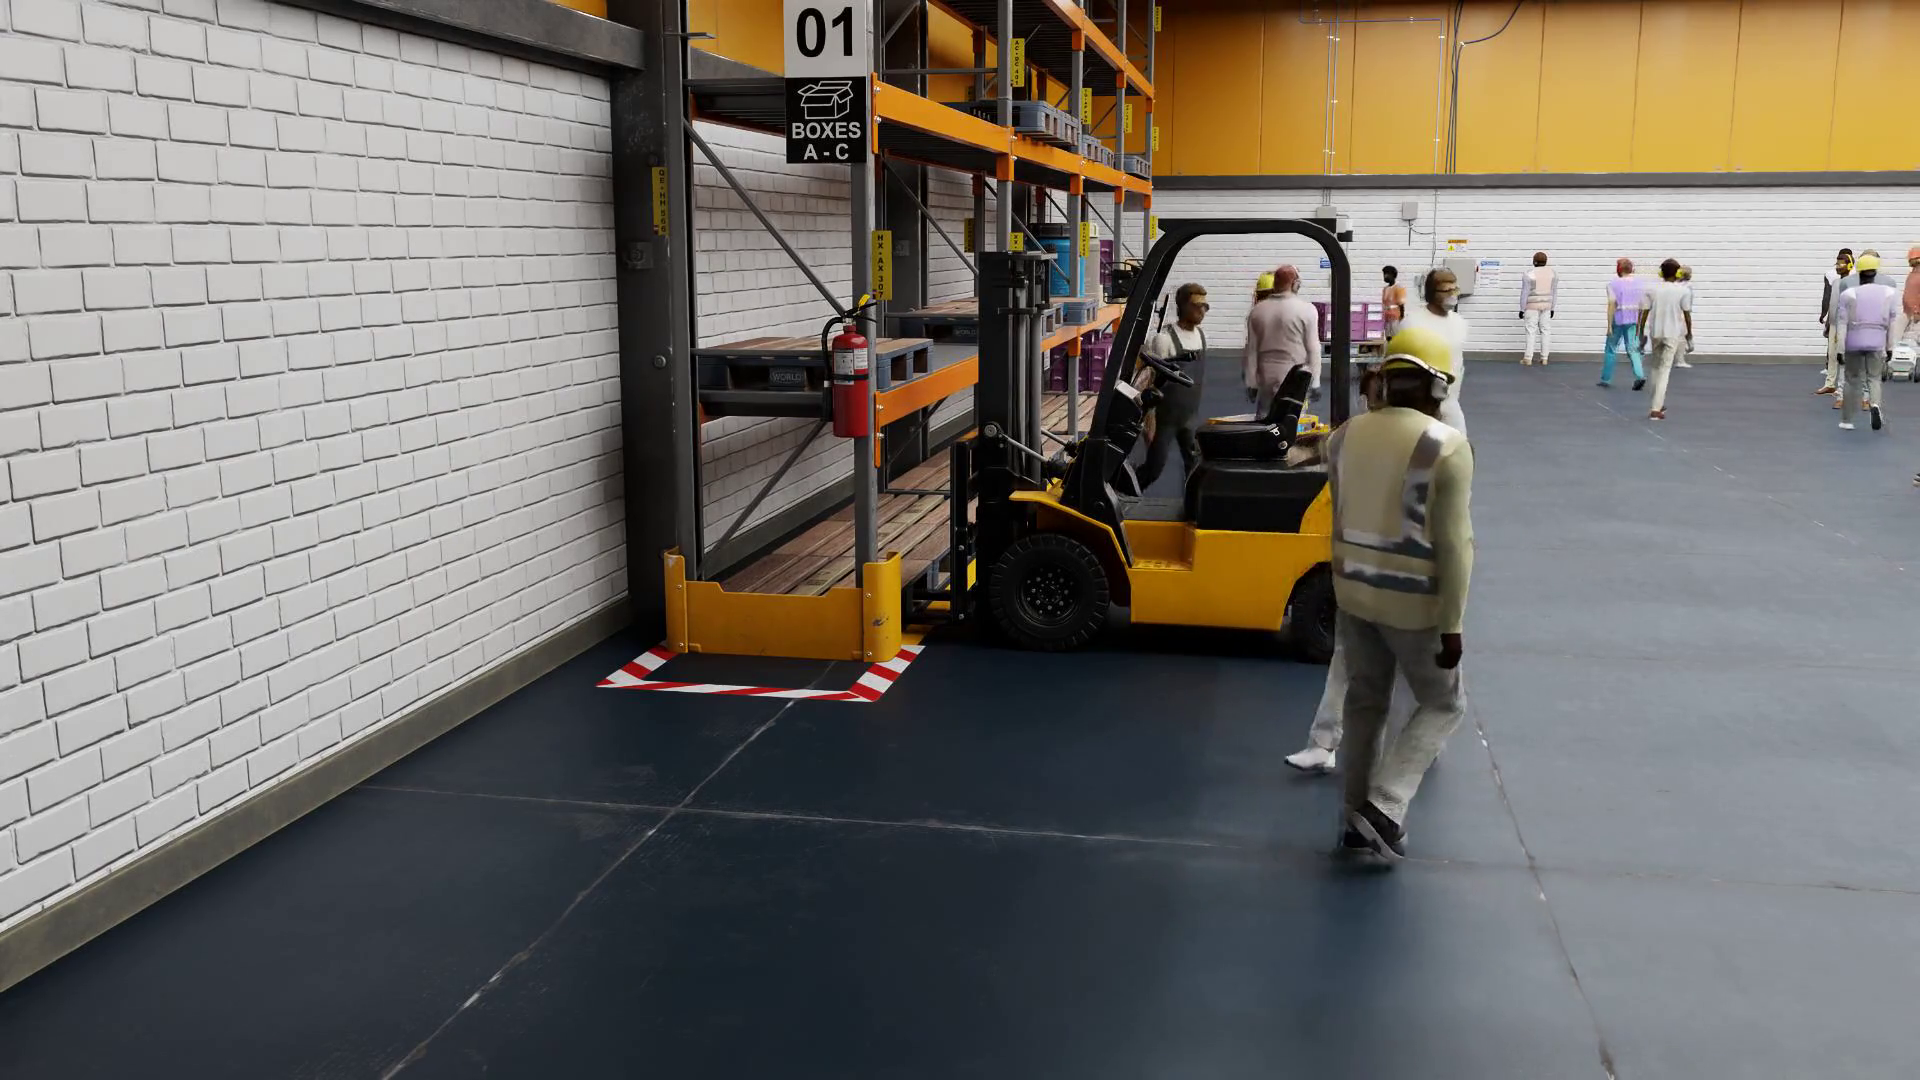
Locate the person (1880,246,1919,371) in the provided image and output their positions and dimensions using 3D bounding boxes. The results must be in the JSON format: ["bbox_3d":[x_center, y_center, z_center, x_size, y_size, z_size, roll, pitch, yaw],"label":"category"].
[{"bbox_3d":[14.769,-3.565,25.739,0.925,1.958,0.634,1,10,8],"label":"person"}]

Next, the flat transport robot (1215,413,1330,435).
[{"bbox_3d":[3.183,-1.181,17.273,1.431,0.197,0.652,-10,14,-42],"label":"flat transport robot"}]

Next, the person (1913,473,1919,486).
[{"bbox_3d":[8.269,-1.416,13.912,0.369,1.965,0.608,7,13,35],"label":"person"}]

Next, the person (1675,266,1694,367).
[{"bbox_3d":[11.484,-3.558,26.577,0.531,1.625,0.526,0,10,-1],"label":"person"}]

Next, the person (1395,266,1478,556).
[{"bbox_3d":[3.074,-0.874,11.130,0.628,1.911,0.892,-7,13,-34],"label":"person"}]

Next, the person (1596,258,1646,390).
[{"bbox_3d":[9.163,-2.973,22.885,0.581,1.815,0.918,-2,11,-12],"label":"person"}]

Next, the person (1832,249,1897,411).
[{"bbox_3d":[10.915,-2.532,20.108,0.630,1.940,0.373,7,12,33],"label":"person"}]

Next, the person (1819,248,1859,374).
[{"bbox_3d":[13.389,-3.458,25.249,0.592,1.915,0.375,1,10,7],"label":"person"}]

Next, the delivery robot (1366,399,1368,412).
[{"bbox_3d":[4.559,-1.370,17.273,0.707,0.478,0.477,-6,12,-30],"label":"delivery robot"}]

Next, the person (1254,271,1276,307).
[{"bbox_3d":[4.392,-2.983,23.478,0.755,1.598,0.538,10,14,44],"label":"person"}]

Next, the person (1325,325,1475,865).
[{"bbox_3d":[1.460,0.195,5.527,0.428,1.799,0.617,-8,13,-36],"label":"person"}]

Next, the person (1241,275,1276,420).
[{"bbox_3d":[2.942,-1.702,16.151,0.544,1.723,0.820,-9,14,-41],"label":"person"}]

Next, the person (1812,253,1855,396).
[{"bbox_3d":[11.600,-2.830,21.932,0.328,1.872,0.515,-3,11,-14],"label":"person"}]

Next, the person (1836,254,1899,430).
[{"bbox_3d":[9.728,-2.105,17.862,0.601,1.904,0.689,3,11,15],"label":"person"}]

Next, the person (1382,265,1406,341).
[{"bbox_3d":[6.664,-3.361,25.420,0.442,1.666,0.573,-3,11,-15],"label":"person"}]

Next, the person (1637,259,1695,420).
[{"bbox_3d":[8.208,-2.323,19.253,0.527,1.834,0.869,10,14,43],"label":"person"}]

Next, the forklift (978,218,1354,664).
[{"bbox_3d":[1.285,-0.567,8.635,2.313,2.155,1.214,2,11,11],"label":"forklift"}]

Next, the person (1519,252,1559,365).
[{"bbox_3d":[9.463,-3.790,27.272,0.622,1.844,0.429,-1,10,-7],"label":"person"}]

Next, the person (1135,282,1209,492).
[{"bbox_3d":[1.377,-0.848,11.270,0.524,1.808,0.926,-8,13,-38],"label":"person"}]

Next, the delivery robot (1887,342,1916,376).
[{"bbox_3d":[13.687,-2.627,24.148,0.477,0.478,0.707,6,13,29],"label":"delivery robot"}]

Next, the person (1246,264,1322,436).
[{"bbox_3d":[2.610,-1.310,13.583,0.839,1.876,0.635,-9,14,-41],"label":"person"}]

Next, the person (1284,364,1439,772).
[{"bbox_3d":[1.602,0.131,6.373,0.785,1.604,0.549,-7,12,-33],"label":"person"}]
